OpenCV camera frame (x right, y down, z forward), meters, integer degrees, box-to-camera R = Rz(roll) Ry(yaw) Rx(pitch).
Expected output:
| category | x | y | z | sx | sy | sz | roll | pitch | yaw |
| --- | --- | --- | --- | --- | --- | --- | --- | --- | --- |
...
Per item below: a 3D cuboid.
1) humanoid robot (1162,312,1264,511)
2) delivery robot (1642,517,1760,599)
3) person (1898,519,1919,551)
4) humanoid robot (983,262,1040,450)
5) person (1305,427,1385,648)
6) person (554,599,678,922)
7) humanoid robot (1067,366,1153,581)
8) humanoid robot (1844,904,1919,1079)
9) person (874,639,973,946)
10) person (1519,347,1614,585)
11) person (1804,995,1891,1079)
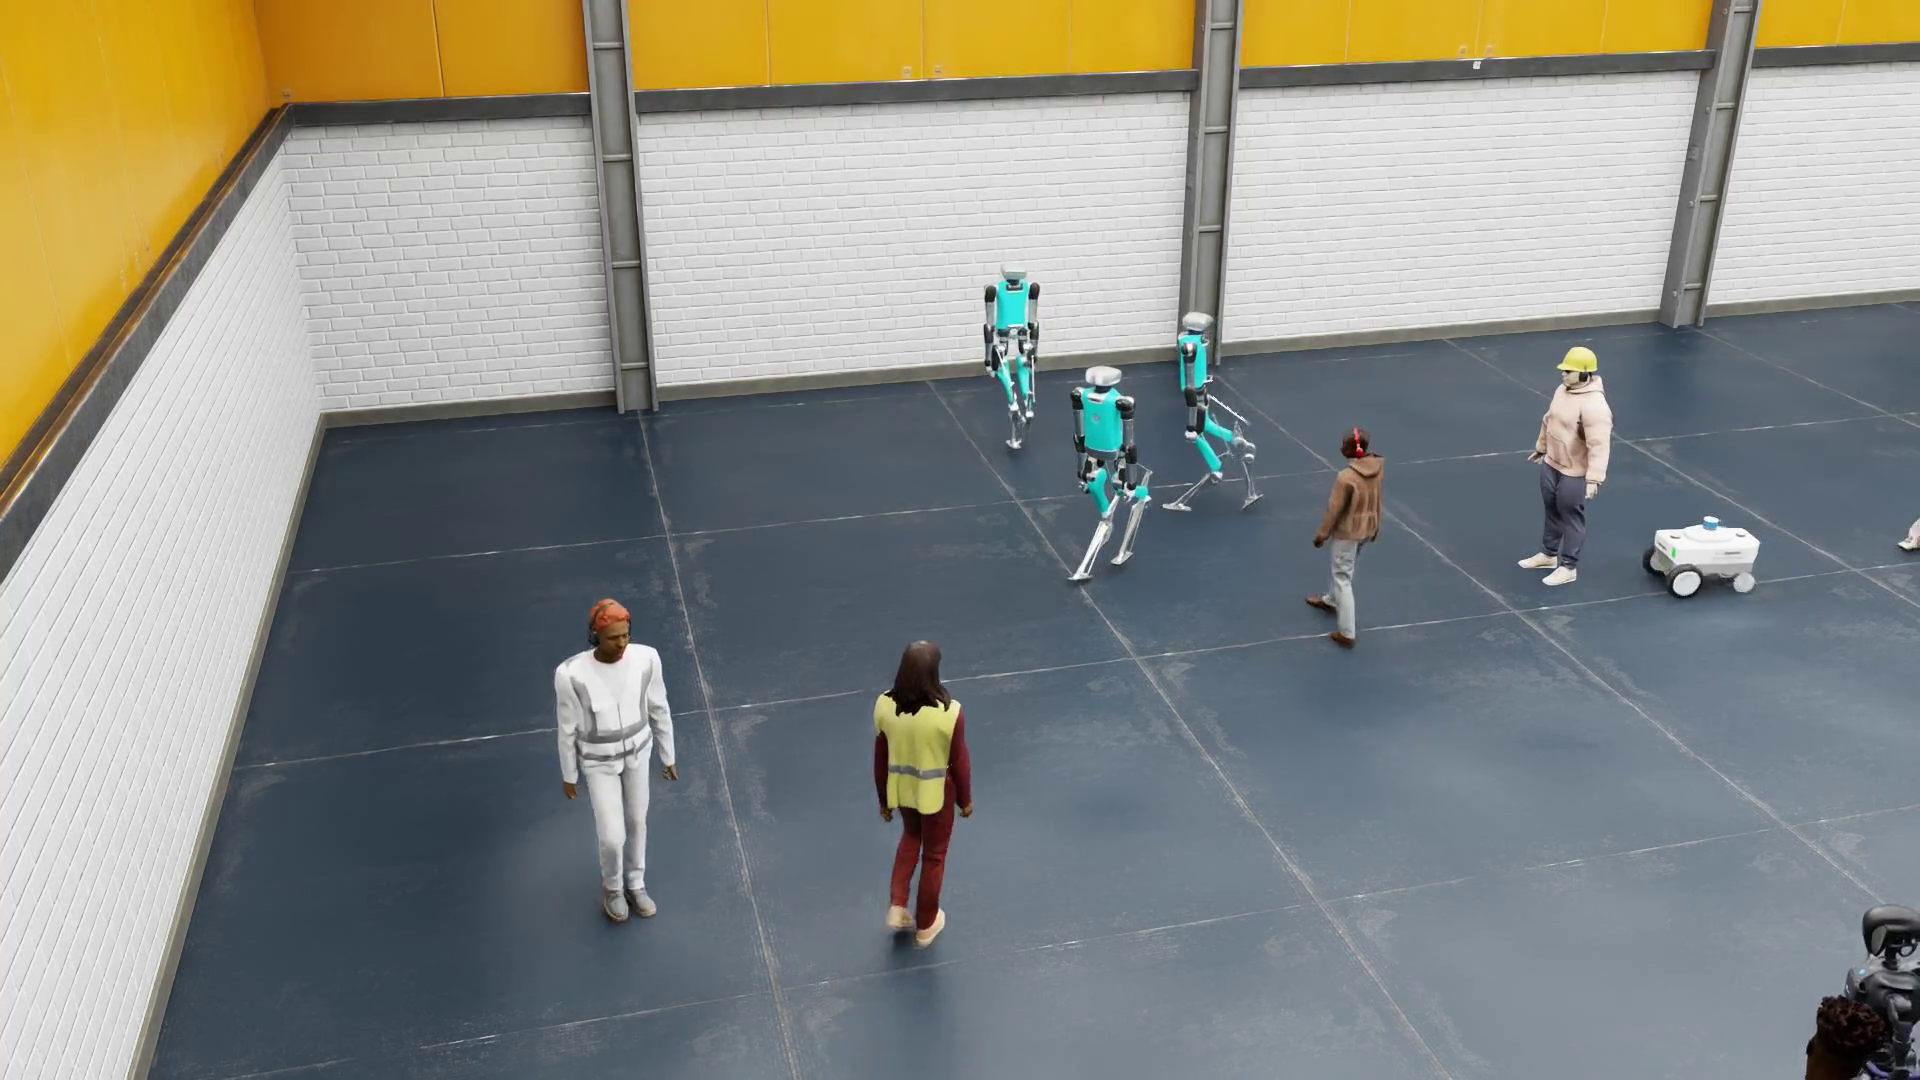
| category | x | y | z | sx | sy | sz | roll | pitch | yaw |
| --- | --- | --- | --- | --- | --- | --- | --- | --- | --- |
| humanoid robot | 2.239 | -1.009 | 13.861 | 0.980 | 1.768 | 0.530 | 6 | 24 | 12 |
| delivery robot | 5.703 | 0.111 | 12.741 | 0.772 | 0.585 | 0.499 | -2 | 24 | -3 |
| person | 7.926 | -0.637 | 13.007 | 0.717 | 1.719 | 0.536 | -9 | 25 | -20 |
| humanoid robot | 0.529 | -1.592 | 15.185 | 0.541 | 1.805 | 0.809 | -7 | 25 | -16 |
| person | 2.711 | -0.077 | 11.860 | 0.514 | 1.610 | 0.643 | -19 | 30 | -36 |
| person | -1.769 | 1.177 | 8.705 | 0.598 | 1.863 | 0.452 | -15 | 28 | -30 |
| humanoid robot | 1.191 | -0.518 | 12.736 | 0.545 | 1.767 | 0.918 | 17 | 29 | 33 |
| humanoid robot | 3.678 | 2.177 | 6.669 | 0.382 | 1.637 | 0.598 | 5 | 24 | 12 |
| person | -0.177 | 1.308 | 8.543 | 0.477 | 1.754 | 0.439 | 11 | 26 | 23 |
| person | 4.649 | -0.570 | 12.672 | 0.418 | 1.864 | 0.819 | -6 | 24 | -12 |
| person | 2.868 | 2.424 | 5.772 | 0.649 | 1.941 | 0.437 | 8 | 25 | 18 |
